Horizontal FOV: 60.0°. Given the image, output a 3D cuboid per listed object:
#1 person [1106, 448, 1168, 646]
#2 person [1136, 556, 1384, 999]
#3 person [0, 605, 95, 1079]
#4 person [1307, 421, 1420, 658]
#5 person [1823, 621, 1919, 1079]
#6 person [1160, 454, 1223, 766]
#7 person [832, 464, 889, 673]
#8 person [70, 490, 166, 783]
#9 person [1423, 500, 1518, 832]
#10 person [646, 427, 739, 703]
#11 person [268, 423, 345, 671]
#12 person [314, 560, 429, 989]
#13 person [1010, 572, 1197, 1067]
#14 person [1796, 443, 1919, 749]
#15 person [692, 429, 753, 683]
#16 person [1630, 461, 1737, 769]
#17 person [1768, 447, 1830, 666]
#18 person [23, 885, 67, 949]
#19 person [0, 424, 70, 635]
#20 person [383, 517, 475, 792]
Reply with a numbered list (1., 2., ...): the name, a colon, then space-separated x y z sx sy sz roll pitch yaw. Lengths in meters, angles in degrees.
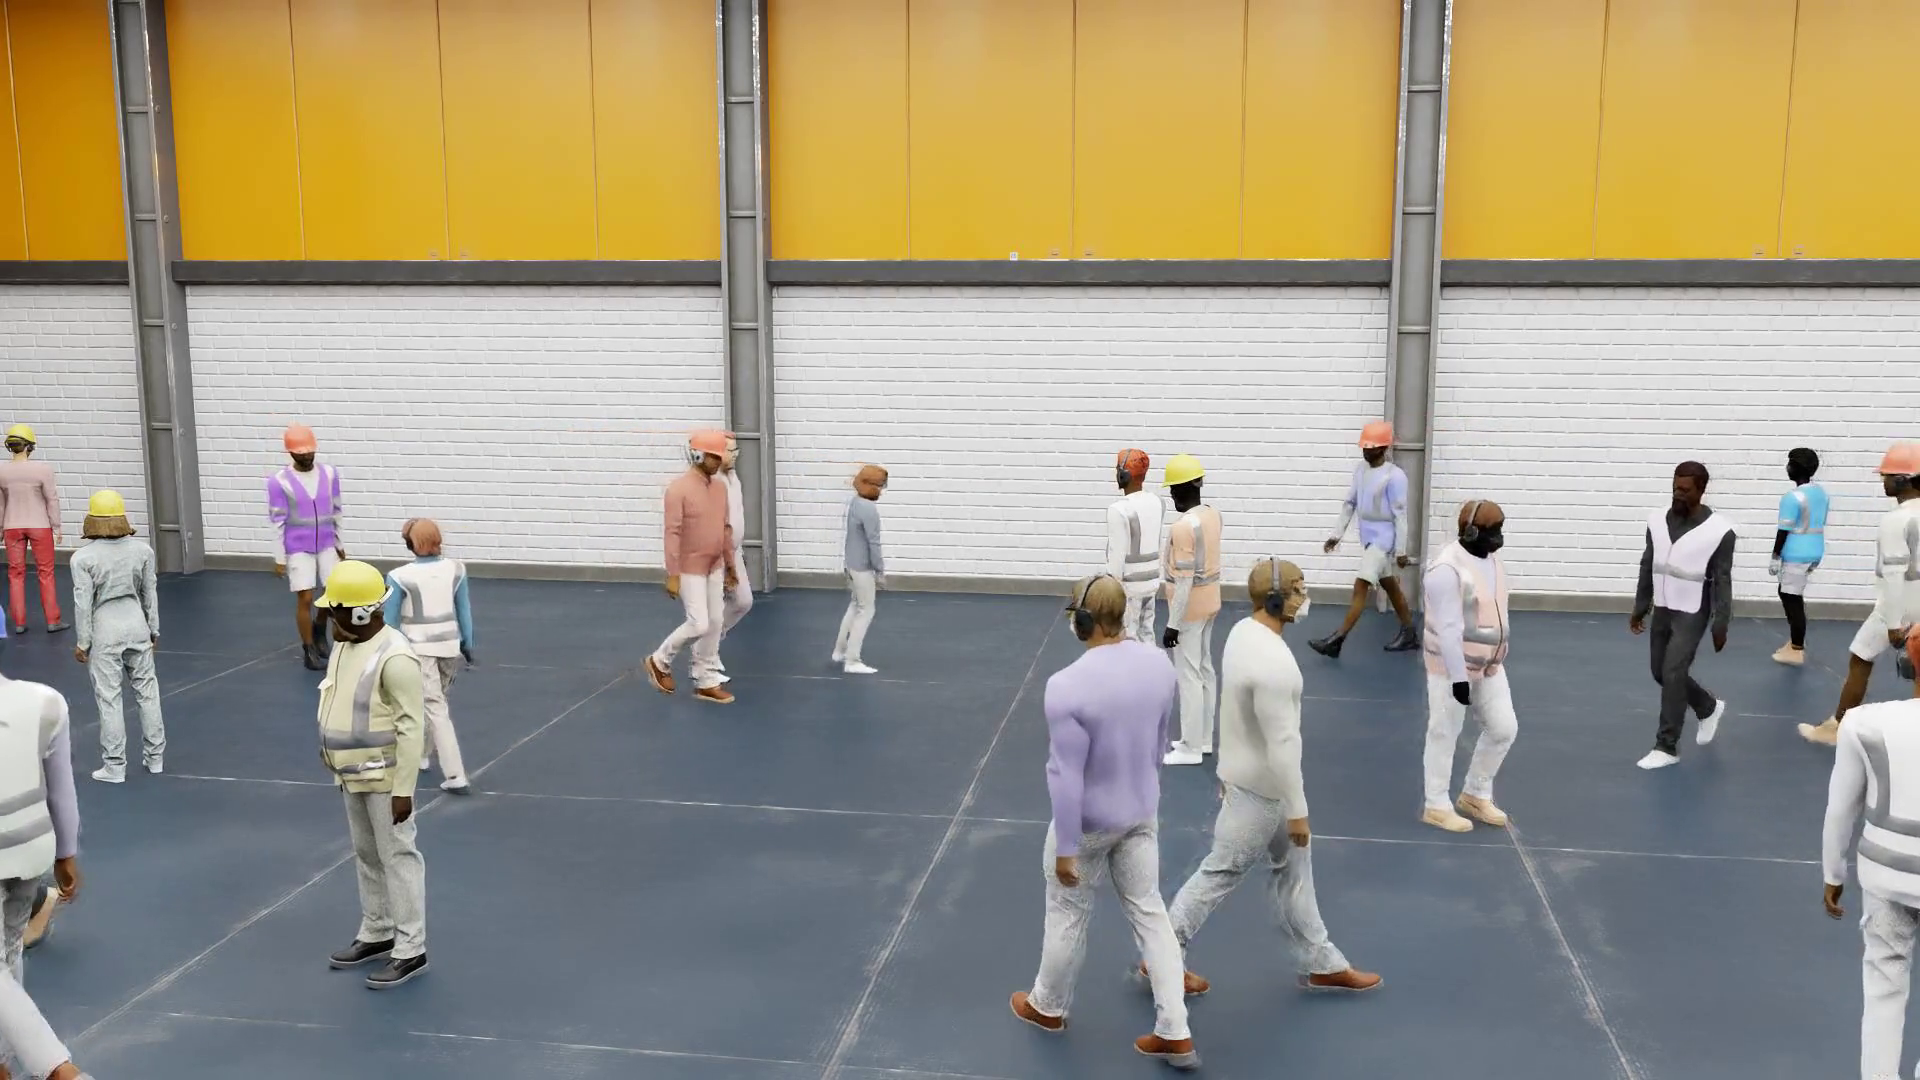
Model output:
1. person: 1.122 0.337 10.908 0.355 1.882 0.575 7 12 38
2. person: 1.222 0.996 6.857 1.041 1.894 0.642 1 9 4
3. person: -3.401 1.135 5.902 0.901 1.920 0.597 5 10 27
4. person: 3.235 -0.003 13.046 1.046 1.877 0.560 -3 10 -16
5. person: 3.306 1.182 5.731 0.613 1.865 0.513 6 11 32
6. person: 1.398 0.431 10.219 0.380 1.917 0.586 5 10 27
7. person: -0.724 0.214 12.546 0.370 1.600 0.582 -3 10 -20
8. person: -5.030 0.567 9.914 0.304 1.743 0.494 7 12 37
9. person: 2.747 0.687 8.926 0.625 1.822 0.510 -7 12 -37
10. person: -1.864 0.182 11.622 0.601 1.959 0.664 5 10 28
11. person: -4.919 0.053 12.591 0.586 1.904 0.554 -9 13 -43
12. person: -2.501 0.984 7.077 0.404 1.828 0.592 -9 13 -44
13. person: 0.563 1.059 6.419 0.640 1.926 0.763 -6 11 -33
14. person: 5.806 0.402 10.224 0.610 1.994 1.071 -5 10 -28
15. person: -1.790 0.118 12.271 0.439 1.883 0.659 3 10 18
16. person: 4.498 0.437 10.255 0.776 1.896 0.596 -4 10 -25
17. person: 6.401 0.123 12.805 0.552 1.682 0.435 -7 11 -36
18. person: -4.411 0.974 7.185 0.824 1.824 0.516 -7 12 -37
19. person: -7.776 -0.085 13.891 0.522 1.761 0.321 -2 9 -10
20. person: -3.132 0.661 9.790 0.856 1.592 0.532 8 12 41
